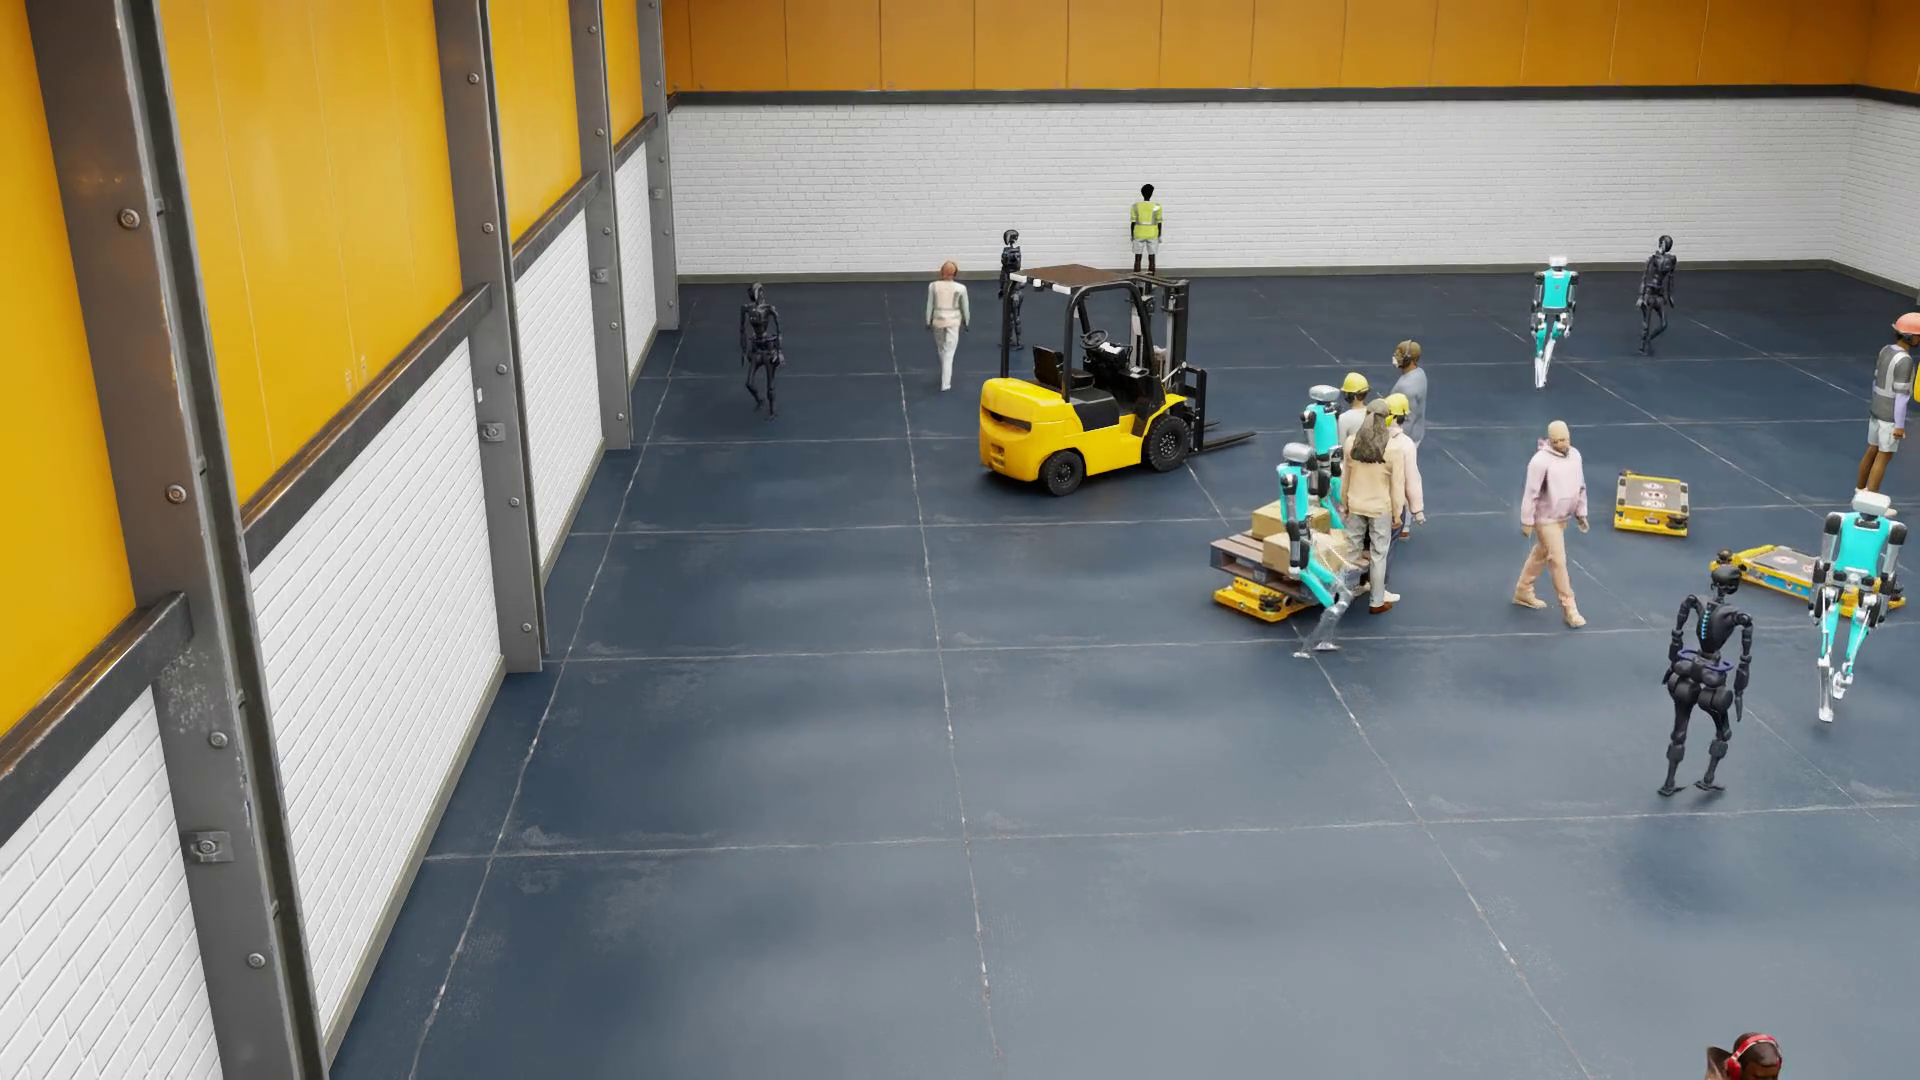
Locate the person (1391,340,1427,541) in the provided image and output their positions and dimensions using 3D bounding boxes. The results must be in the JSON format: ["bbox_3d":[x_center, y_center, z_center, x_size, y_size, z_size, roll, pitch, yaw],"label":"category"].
[{"bbox_3d":[4.210,-0.945,15.783,0.373,1.938,0.627,8,22,21],"label":"person"}]

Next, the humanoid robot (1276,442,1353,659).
[{"bbox_3d":[2.879,0.110,13.191,0.827,1.762,0.538,6,21,15],"label":"humanoid robot"}]

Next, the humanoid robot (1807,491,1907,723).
[{"bbox_3d":[6.431,0.535,12.034,0.547,1.737,1.007,10,22,24],"label":"humanoid robot"}]

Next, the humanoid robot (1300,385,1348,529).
[{"bbox_3d":[3.395,-0.461,14.751,0.800,1.766,0.535,18,27,41],"label":"humanoid robot"}]

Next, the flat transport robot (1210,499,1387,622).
[{"bbox_3d":[2.957,0.378,14.596,1.431,0.231,0.659,-15,25,-36],"label":"flat transport robot"}]

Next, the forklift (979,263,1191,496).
[{"bbox_3d":[1.315,-1.764,17.646,2.313,2.155,1.214,-14,24,-33],"label":"forklift"}]

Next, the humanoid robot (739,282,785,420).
[{"bbox_3d":[-2.330,-2.236,19.677,0.610,1.648,0.339,9,22,22],"label":"humanoid robot"}]

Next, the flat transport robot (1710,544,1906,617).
[{"bbox_3d":[7.478,0.342,14.694,0.659,0.231,1.431,-13,24,-31],"label":"flat transport robot"}]

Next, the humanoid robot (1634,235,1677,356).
[{"bbox_3d":[9.478,-3.333,22.664,0.613,1.642,0.335,-8,22,-20],"label":"humanoid robot"}]

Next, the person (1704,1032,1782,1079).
[{"bbox_3d":[2.987,2.604,6.538,0.460,1.644,0.309,-4,20,-10],"label":"person"}]

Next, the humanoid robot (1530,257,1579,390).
[{"bbox_3d":[7.407,-2.731,20.921,0.549,1.740,0.977,3,20,8],"label":"humanoid robot"}]

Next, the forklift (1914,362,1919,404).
[{"bbox_3d":[12.602,-2.435,19.475,2.313,2.155,1.214,-1,20,-4],"label":"forklift"}]

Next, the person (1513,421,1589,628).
[{"bbox_3d":[5.018,-0.151,13.913,0.500,1.728,0.816,-14,24,-34],"label":"person"}]

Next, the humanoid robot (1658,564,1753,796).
[{"bbox_3d":[4.939,0.926,11.072,0.428,1.646,0.591,-14,24,-34],"label":"humanoid robot"}]

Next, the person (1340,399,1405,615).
[{"bbox_3d":[3.466,-0.276,14.052,0.553,1.877,0.411,14,24,33],"label":"person"}]

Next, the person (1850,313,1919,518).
[{"bbox_3d":[9.219,-1.243,16.443,0.383,2.041,0.614,3,20,8],"label":"person"}]

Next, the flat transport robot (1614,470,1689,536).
[{"bbox_3d":[6.918,-0.371,16.638,0.659,0.231,1.431,8,22,20],"label":"flat transport robot"}]

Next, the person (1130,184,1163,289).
[{"bbox_3d":[3.011,-4.913,26.943,0.546,1.698,0.328,3,20,9],"label":"person"}]

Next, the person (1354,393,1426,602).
[{"bbox_3d":[3.620,-0.346,14.274,0.436,1.855,0.811,-14,25,-34],"label":"person"}]

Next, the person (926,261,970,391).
[{"bbox_3d":[-0.131,-2.748,21.170,0.540,1.597,0.828,6,21,16],"label":"person"}]

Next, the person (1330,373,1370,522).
[{"bbox_3d":[3.599,-0.673,15.303,0.527,1.761,0.339,-11,23,-27],"label":"person"}]

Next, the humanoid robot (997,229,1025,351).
[{"bbox_3d":[0.717,-3.465,23.004,0.315,1.657,0.599,-8,22,-20],"label":"humanoid robot"}]
